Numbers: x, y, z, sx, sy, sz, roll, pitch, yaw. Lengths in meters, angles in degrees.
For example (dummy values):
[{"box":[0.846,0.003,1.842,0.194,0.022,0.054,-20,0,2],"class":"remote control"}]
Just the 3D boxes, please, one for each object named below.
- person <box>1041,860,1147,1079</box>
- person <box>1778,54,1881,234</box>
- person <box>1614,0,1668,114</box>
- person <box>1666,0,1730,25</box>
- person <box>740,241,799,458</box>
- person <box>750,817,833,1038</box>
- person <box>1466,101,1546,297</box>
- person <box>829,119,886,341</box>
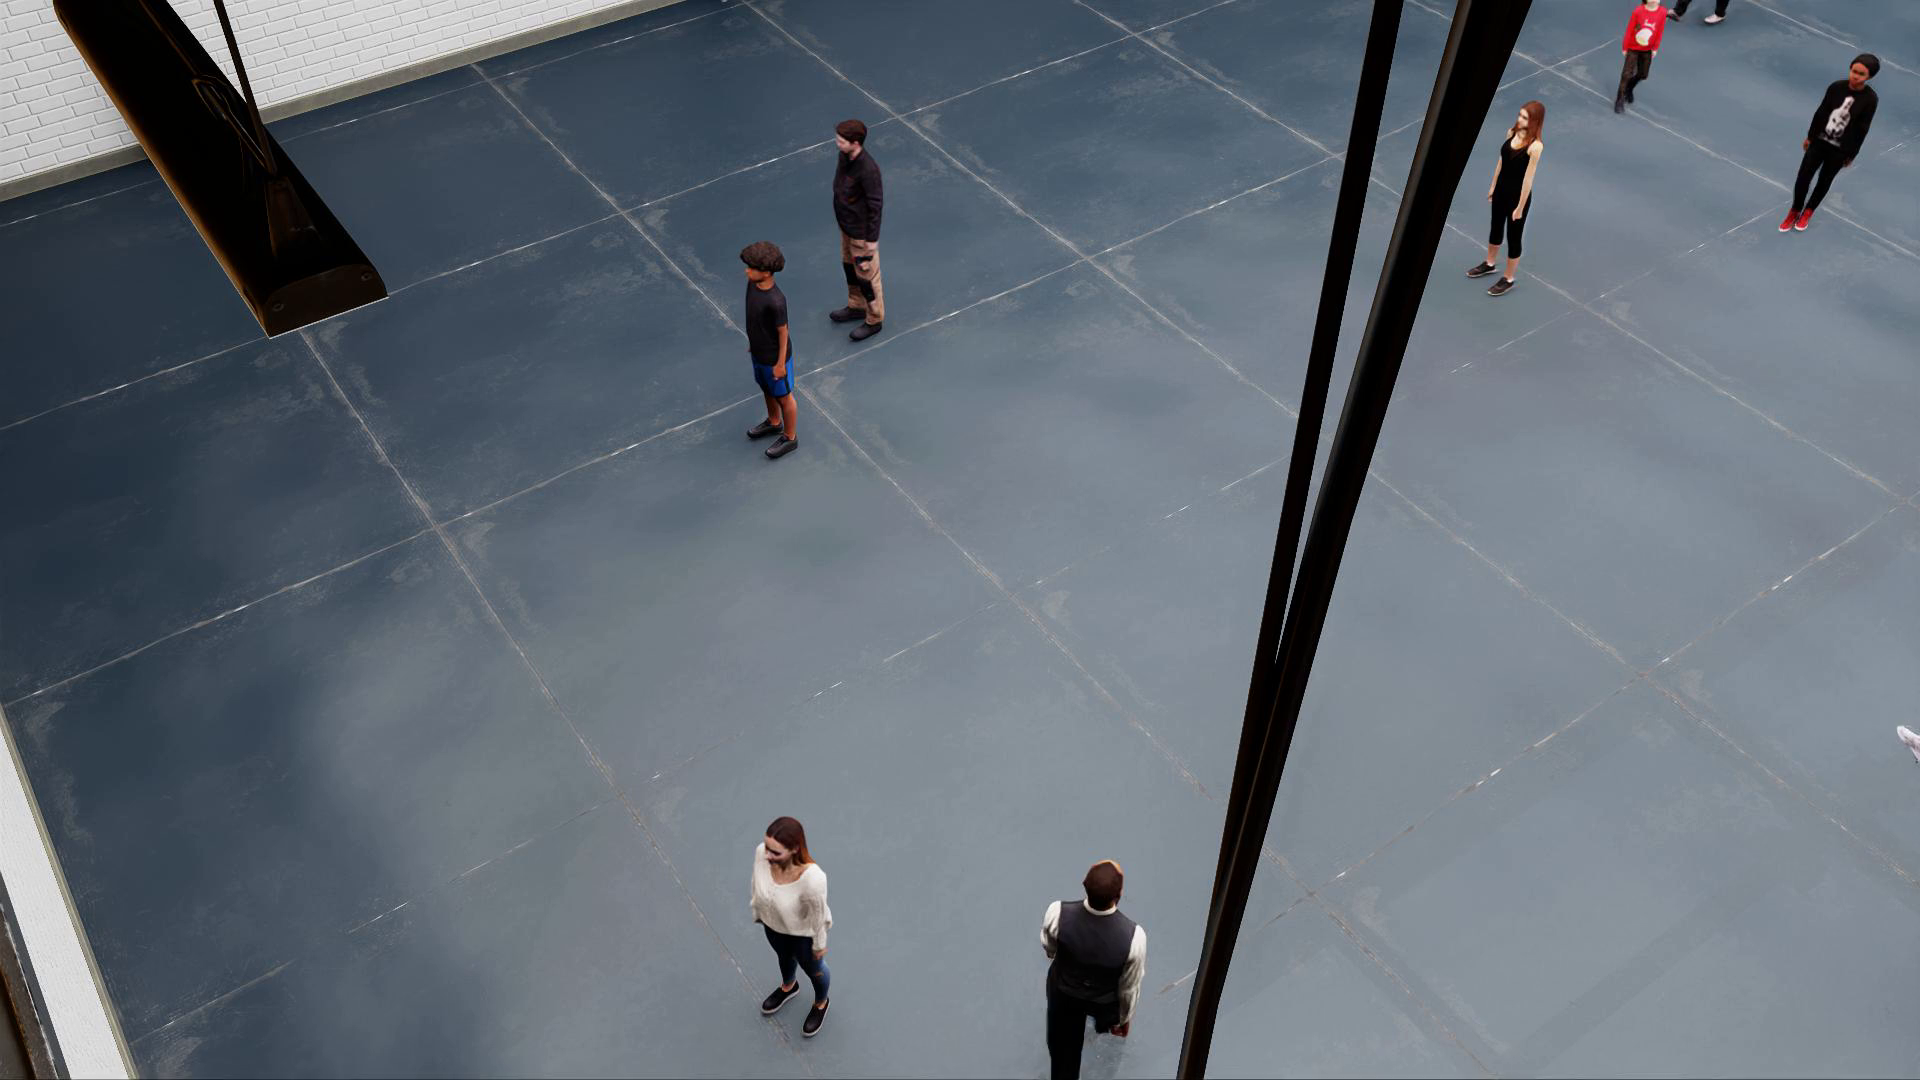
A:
[{"box":[0.591,2.300,8.202,1.218,1.867,1.328,10,45,10],"class":"person"},{"box":[7.575,-3.459,14.395,0.702,1.663,0.735,29,51,27],"class":"person"},{"box":[6.558,-4.780,16.064,0.642,1.274,0.700,3,44,3],"class":"person"},{"box":[7.970,-6.080,17.217,1.065,1.565,0.847,-14,45,-14],"class":"person"},{"box":[-1.381,-1.404,12.140,0.554,1.798,0.601,-25,49,-24],"class":"person"},{"box":[-0.865,1.988,8.656,0.688,1.691,0.667,26,50,25],"class":"person"},{"box":[4.564,-2.842,13.704,0.583,1.722,0.605,-16,46,-16],"class":"person"},{"box":[-0.800,-2.480,13.180,0.607,1.921,0.704,-22,48,-22],"class":"person"}]
